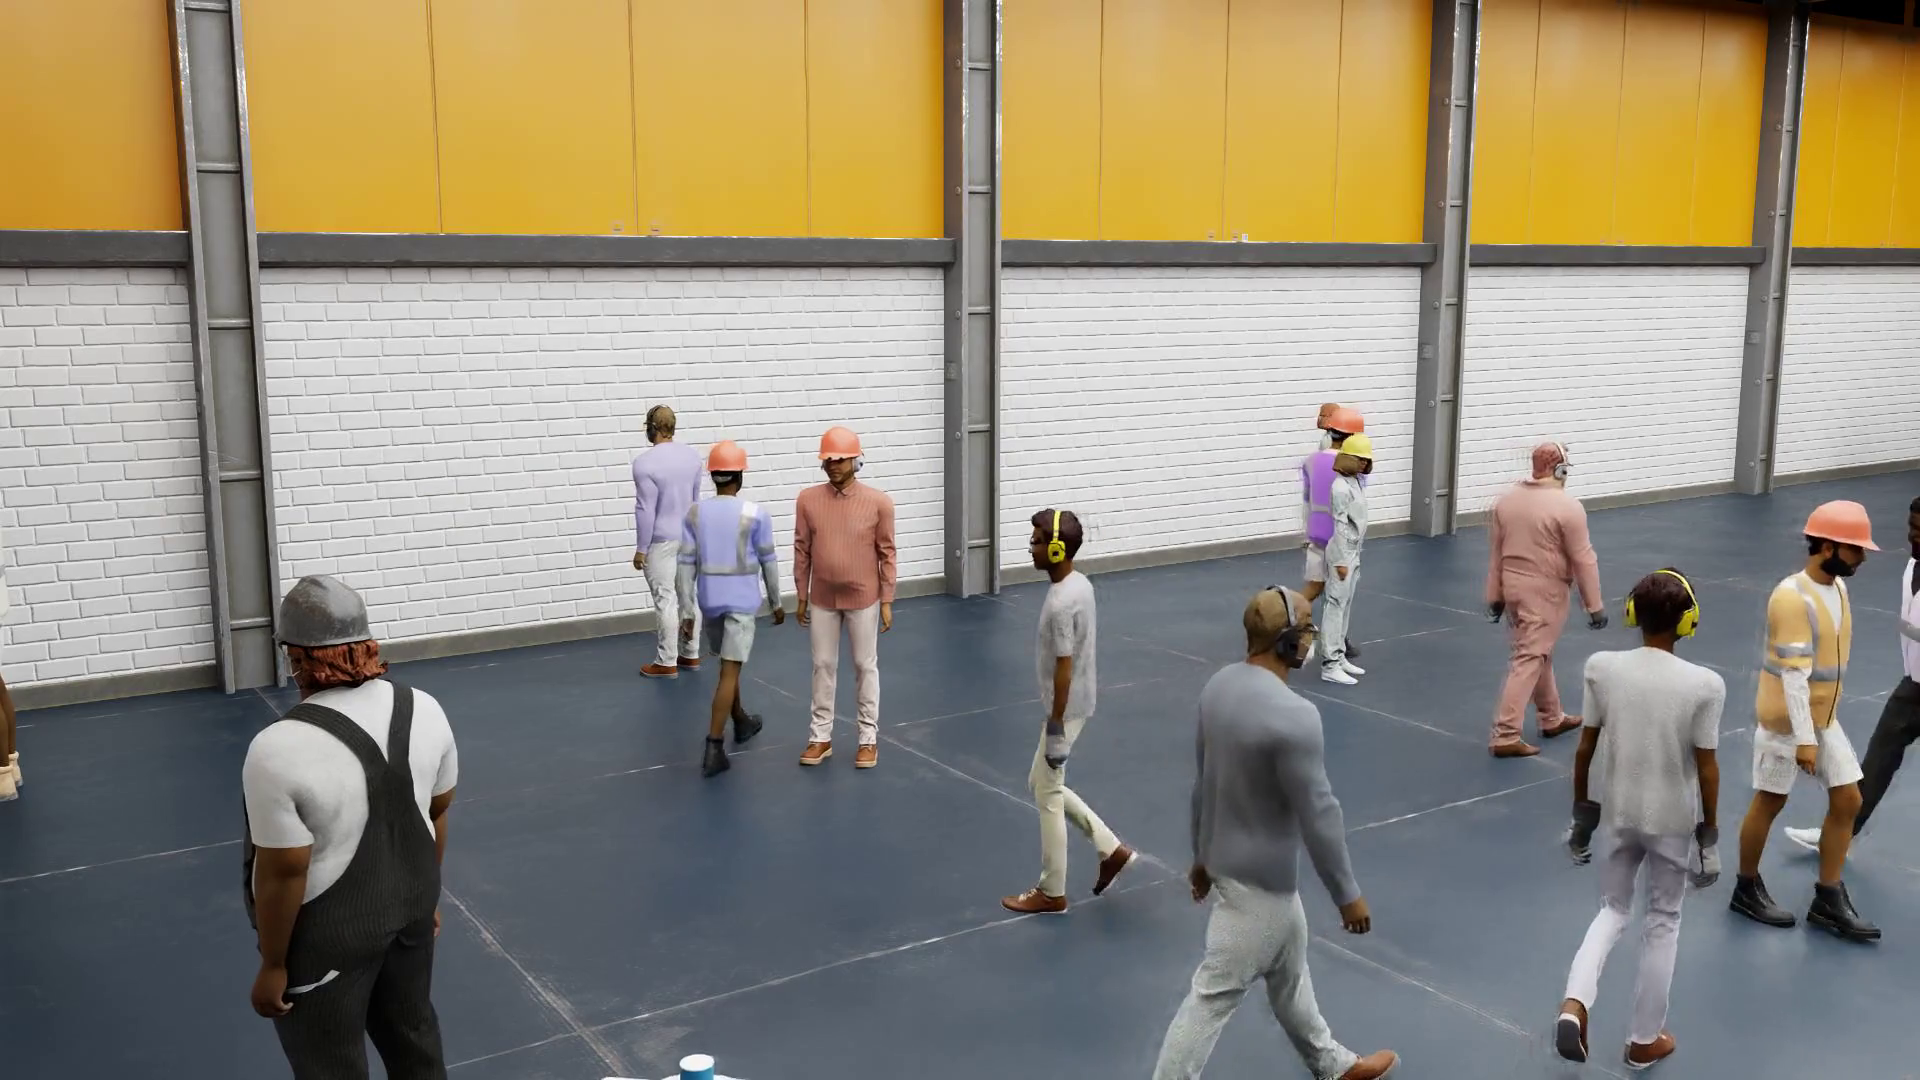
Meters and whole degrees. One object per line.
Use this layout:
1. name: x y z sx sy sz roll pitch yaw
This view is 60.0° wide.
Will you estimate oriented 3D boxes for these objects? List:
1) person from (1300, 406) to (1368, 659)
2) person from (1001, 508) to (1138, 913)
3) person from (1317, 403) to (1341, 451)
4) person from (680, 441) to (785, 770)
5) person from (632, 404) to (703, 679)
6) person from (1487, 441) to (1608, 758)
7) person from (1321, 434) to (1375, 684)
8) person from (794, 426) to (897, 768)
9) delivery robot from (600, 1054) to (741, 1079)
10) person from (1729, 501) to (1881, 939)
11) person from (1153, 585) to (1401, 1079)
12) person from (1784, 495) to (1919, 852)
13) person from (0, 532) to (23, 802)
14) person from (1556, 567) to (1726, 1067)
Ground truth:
1. person: 2.658 -0.017 12.062 0.796 1.904 0.557 -9 13 -42
2. person: 0.473 0.773 7.390 0.507 1.860 0.538 2 10 11
3. person: 3.428 -0.460 15.495 0.281 1.636 0.500 4 10 25
4. person: -1.364 0.369 9.777 0.544 1.891 1.003 3 10 18
5. person: -2.071 0.011 11.747 0.376 1.940 0.627 6 11 33
6. person: 3.551 0.352 9.928 0.934 1.868 0.667 -3 10 -20
7. person: 2.728 0.125 11.665 0.314 1.739 0.485 5 10 26
8. person: -0.673 0.333 9.639 0.612 1.994 0.395 2 10 13
9. delivery robot: -0.778 1.781 4.961 0.707 0.478 0.477 1 10 7
10. person: 3.718 0.787 7.157 0.563 1.904 0.767 -6 11 -32
11. person: 1.029 1.083 5.465 1.036 1.881 0.653 -2 10 -12
12. person: 4.601 0.688 7.927 1.011 1.852 0.617 1 9 5
13. person: -5.372 0.416 8.999 0.389 2.039 0.616 -3 10 -20
14. person: 2.425 1.022 5.919 0.578 1.857 0.525 -9 13 -43
